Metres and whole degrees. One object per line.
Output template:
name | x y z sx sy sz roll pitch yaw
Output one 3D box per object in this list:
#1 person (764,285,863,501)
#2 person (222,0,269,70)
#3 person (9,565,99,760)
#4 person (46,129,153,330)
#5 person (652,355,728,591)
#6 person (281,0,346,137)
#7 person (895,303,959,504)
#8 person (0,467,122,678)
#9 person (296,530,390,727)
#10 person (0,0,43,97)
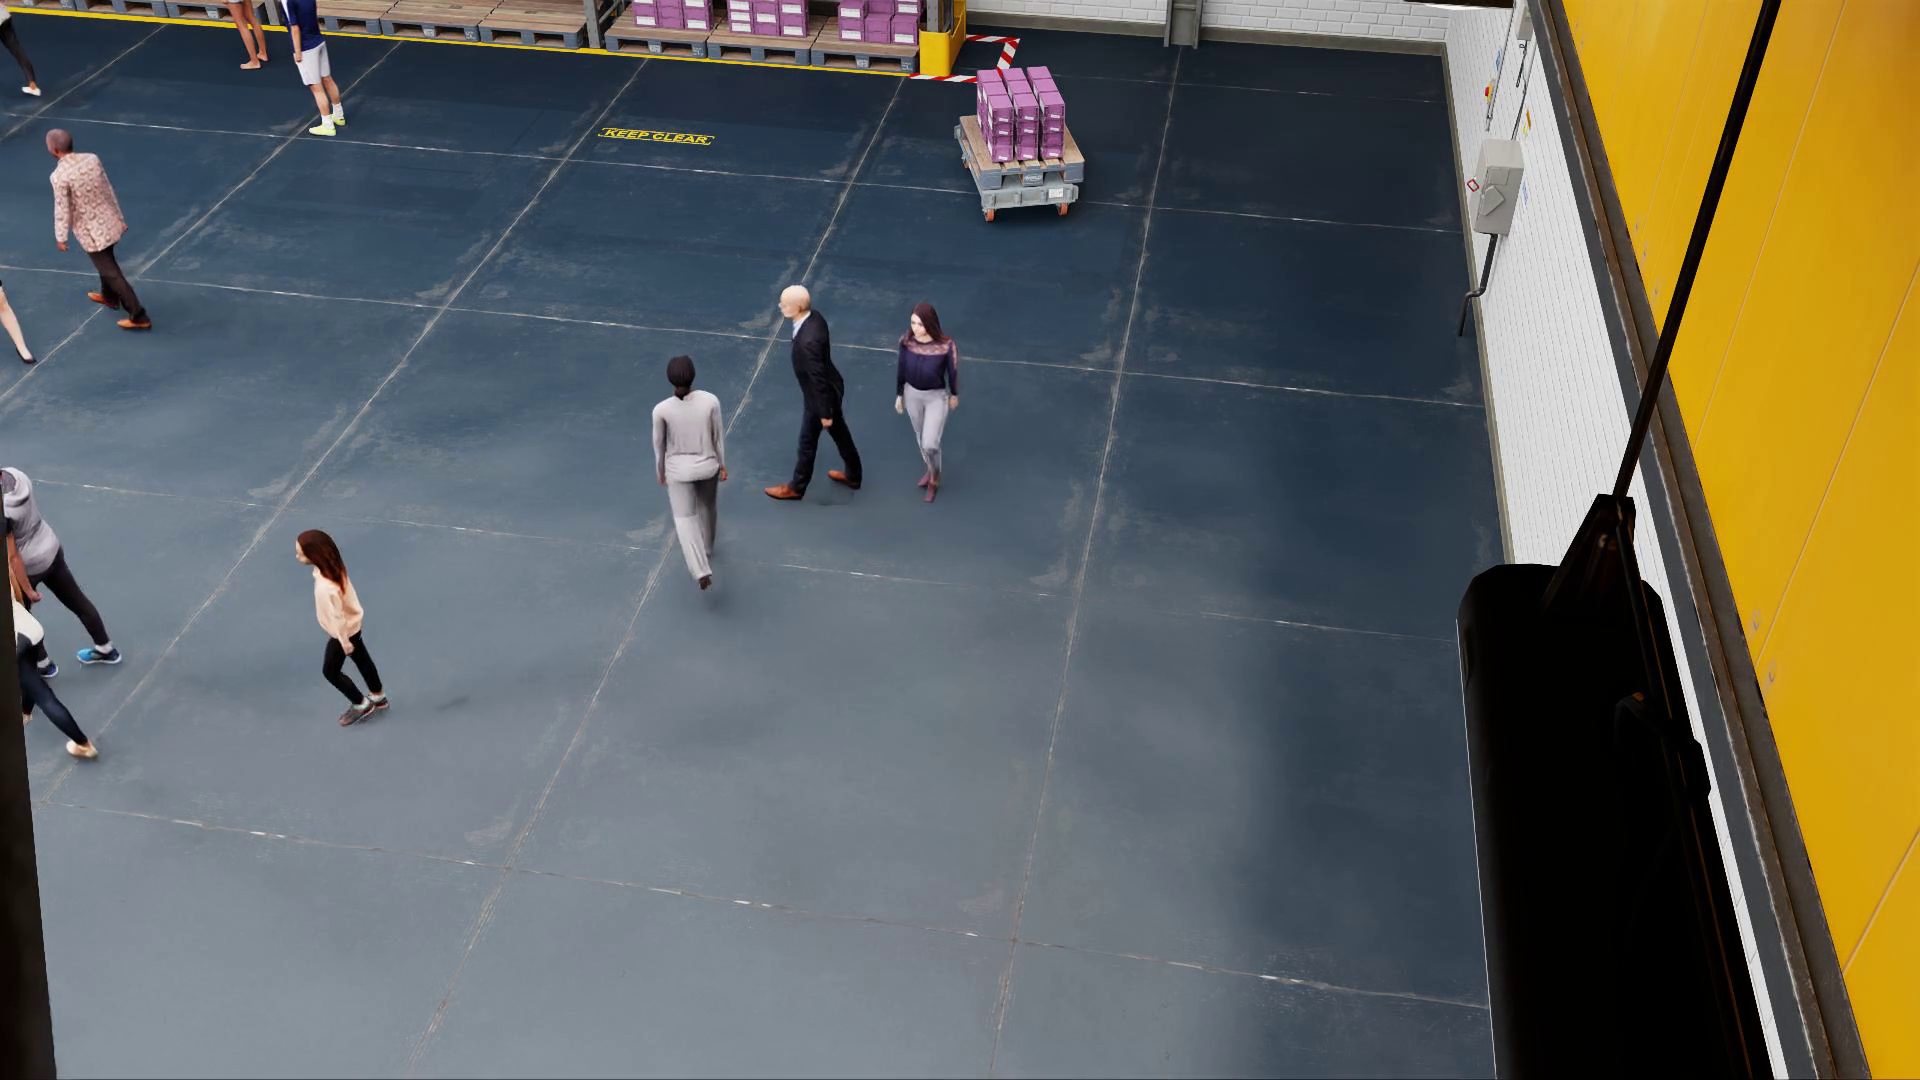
person | -0.960 -1.049 12.059 1.032 1.766 0.839 1 39 1
person | -8.014 -6.102 18.387 0.523 1.766 0.567 8 39 9
person | -5.597 0.646 9.958 1.127 1.739 0.773 17 42 21
person | -7.176 -2.577 13.956 0.964 1.787 0.702 8 39 9
person | -1.814 -0.449 11.351 1.081 1.712 0.992 -11 40 -13
person | -6.670 -5.065 17.034 0.536 1.833 0.626 8 39 9
person | -0.220 -1.066 12.219 0.664 1.594 0.742 18 42 21
person | -5.762 0.149 10.533 0.917 1.798 0.797 1 39 2
person | -3.779 0.516 10.332 0.674 1.475 0.662 -10 40 -12
person | -10.235 -5.504 17.756 1.000 1.618 0.675 13 40 15
